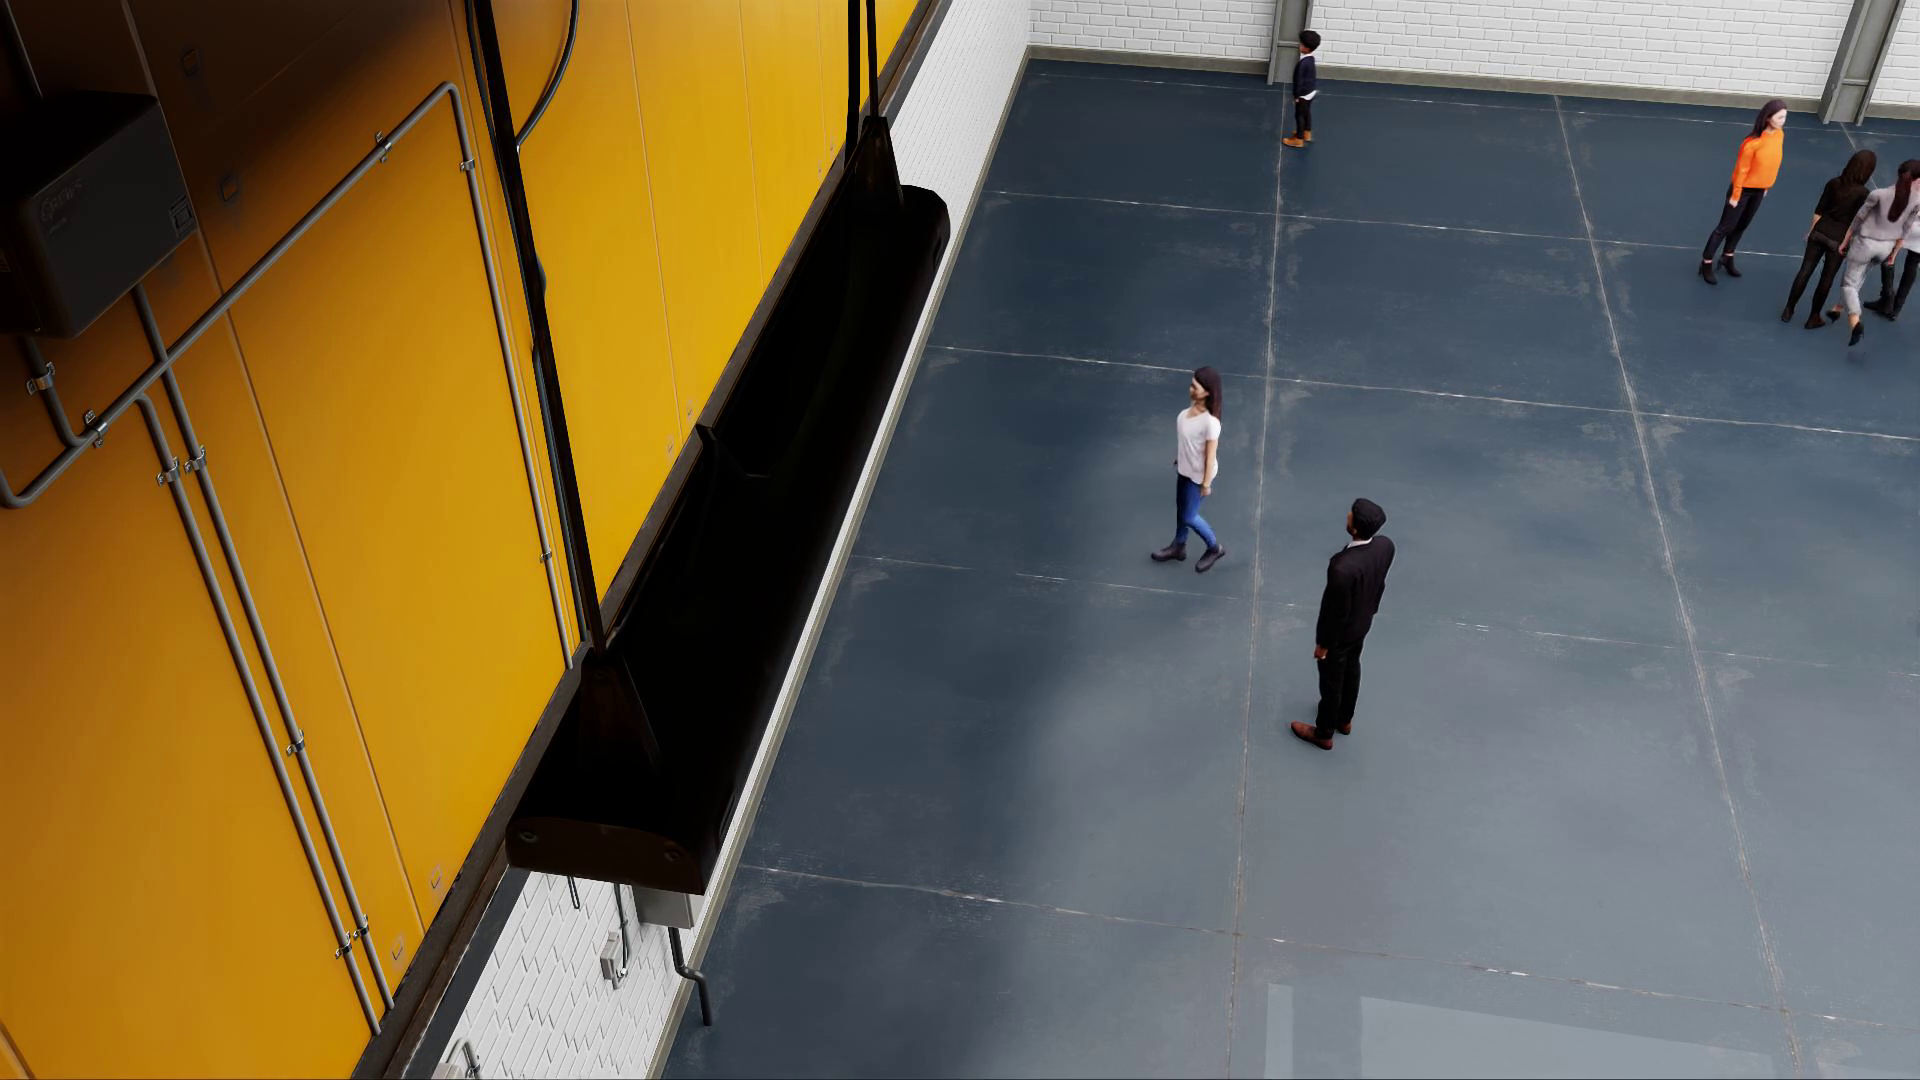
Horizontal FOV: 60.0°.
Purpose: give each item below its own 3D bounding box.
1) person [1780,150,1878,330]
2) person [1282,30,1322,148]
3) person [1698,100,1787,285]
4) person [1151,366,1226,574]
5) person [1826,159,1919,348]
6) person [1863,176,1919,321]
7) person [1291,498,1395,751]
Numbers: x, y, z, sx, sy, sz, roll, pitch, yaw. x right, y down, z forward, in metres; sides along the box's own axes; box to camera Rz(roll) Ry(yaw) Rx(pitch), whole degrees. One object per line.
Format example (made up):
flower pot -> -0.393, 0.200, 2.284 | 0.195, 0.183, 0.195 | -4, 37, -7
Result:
person -> 7.513, -2.609, 14.391 | 0.733, 1.638, 0.663 | -30, 47, -32
person -> 3.605, -4.723, 17.373 | 0.565, 1.220, 0.565 | 22, 44, 25
person -> 7.074, -3.144, 14.977 | 0.697, 1.744, 0.775 | -19, 43, -23
person -> 1.715, -0.485, 11.699 | 0.812, 1.678, 0.713 | -4, 39, -4
person -> 7.760, -2.411, 14.143 | 0.981, 1.637, 0.759 | 1, 39, 2
person -> 8.343, -2.672, 14.346 | 0.675, 1.794, 0.812 | -5, 39, -7
person -> 2.389, 0.521, 10.275 | 0.771, 1.883, 0.779 | -31, 48, -33
